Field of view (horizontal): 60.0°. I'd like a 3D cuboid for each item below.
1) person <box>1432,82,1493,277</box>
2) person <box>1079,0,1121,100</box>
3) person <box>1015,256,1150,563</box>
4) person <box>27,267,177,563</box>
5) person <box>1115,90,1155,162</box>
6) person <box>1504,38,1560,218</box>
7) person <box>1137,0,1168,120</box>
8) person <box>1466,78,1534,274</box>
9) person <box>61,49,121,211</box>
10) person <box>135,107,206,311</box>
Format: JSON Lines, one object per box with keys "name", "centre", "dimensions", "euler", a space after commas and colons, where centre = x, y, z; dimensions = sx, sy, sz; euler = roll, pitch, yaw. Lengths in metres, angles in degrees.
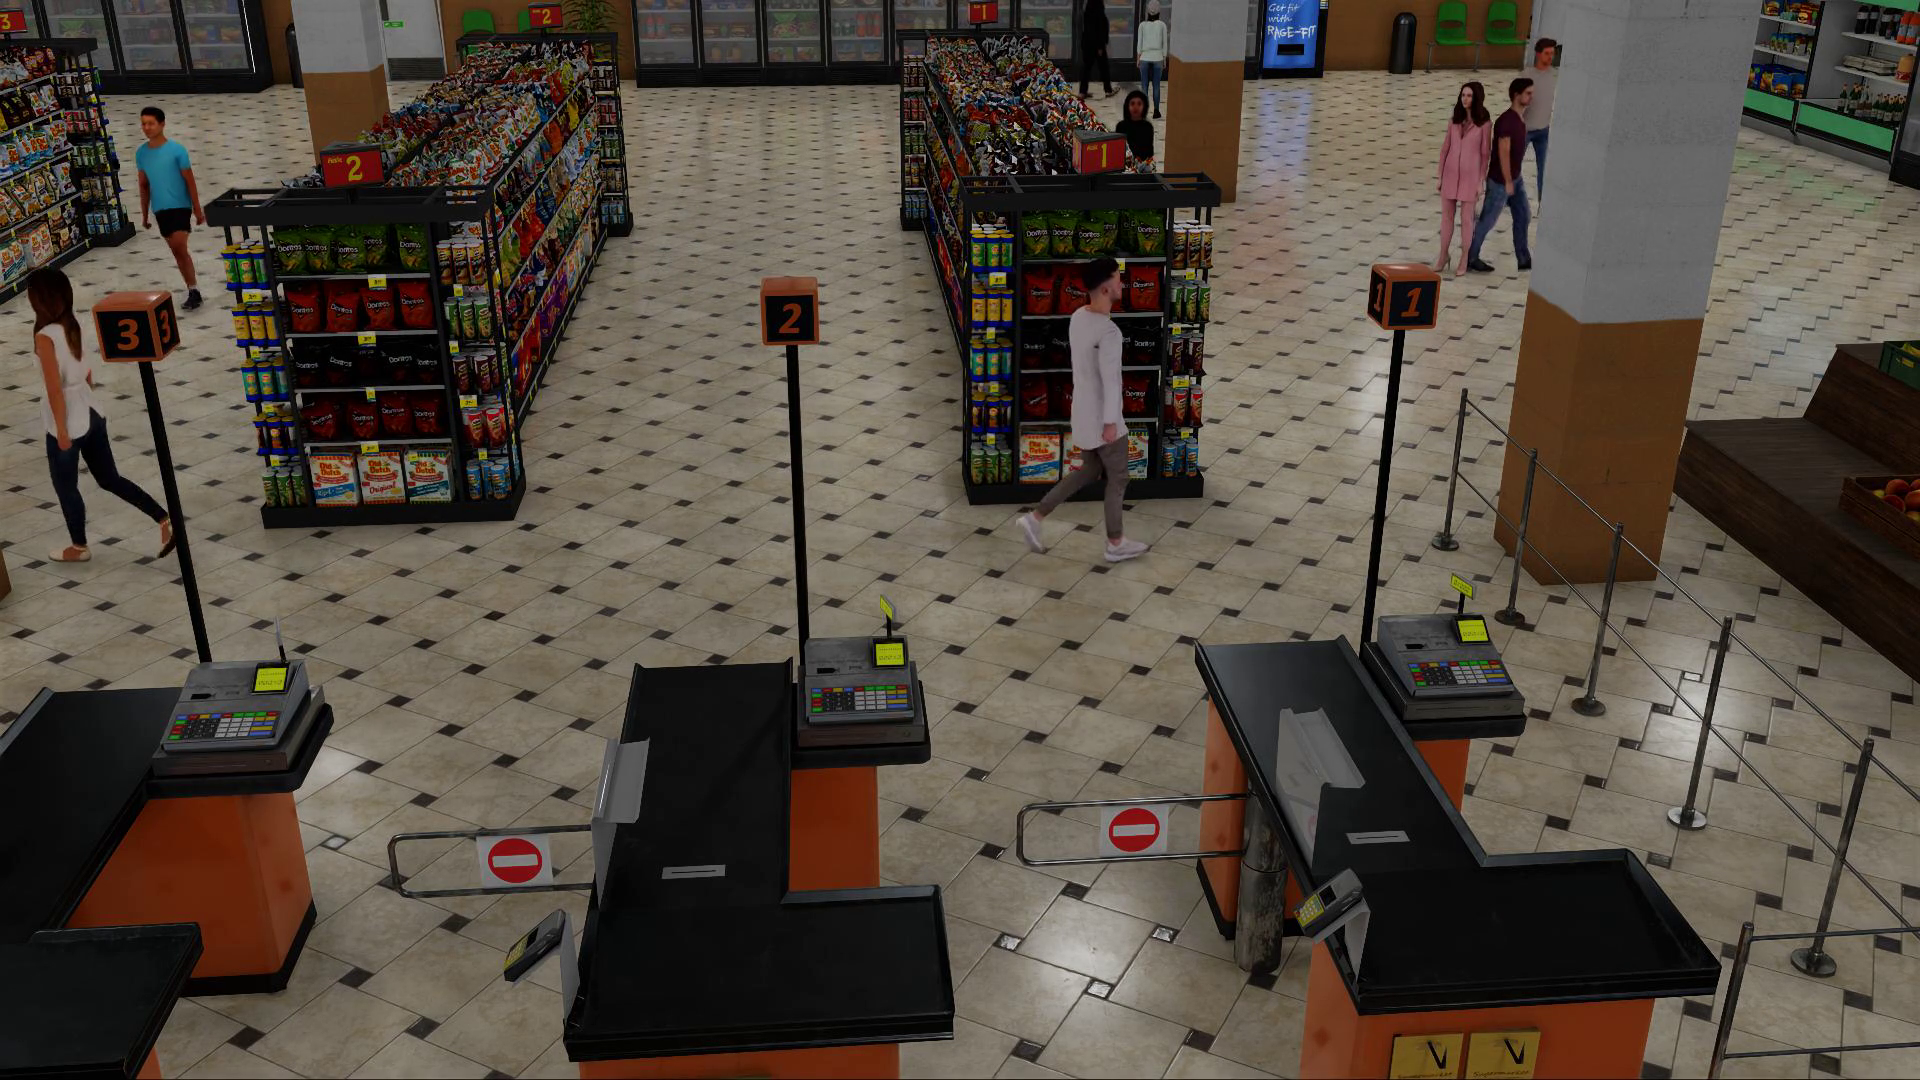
{"name": "person", "centre": [4.743, -3.400, 15.670], "dimensions": [0.685, 1.801, 0.742], "euler": [18, 29, 35]}
{"name": "person", "centre": [1.985, -7.525, 25.361], "dimensions": [1.002, 1.588, 1.004], "euler": [-16, 28, -32]}
{"name": "person", "centre": [0.723, -0.704, 9.485], "dimensions": [0.901, 1.821, 1.054], "euler": [-8, 25, -18]}
{"name": "person", "centre": [-4.934, -0.659, 9.462], "dimensions": [0.763, 1.756, 1.025], "euler": [1, 24, 3]}
{"name": "person", "centre": [1.633, -3.426, 15.890], "dimensions": [0.617, 1.673, 1.062], "euler": [0, 24, -1]}
{"name": "person", "centre": [6.133, -4.448, 18.012], "dimensions": [0.788, 1.844, 1.254], "euler": [-6, 24, -12]}
{"name": "person", "centre": [2.752, -6.906, 23.878], "dimensions": [0.618, 1.645, 0.563], "euler": [3, 24, 7]}
{"name": "person", "centre": [5.054, -3.419, 15.691], "dimensions": [1.099, 1.820, 1.067], "euler": [15, 28, 31]}
{"name": "person", "centre": [-9.416, -4.356, 17.821], "dimensions": [0.869, 1.828, 0.841], "euler": [5, 24, 12]}
{"name": "person", "centre": [-6.855, -2.905, 14.583], "dimensions": [0.702, 1.765, 0.674], "euler": [3, 24, 7]}
